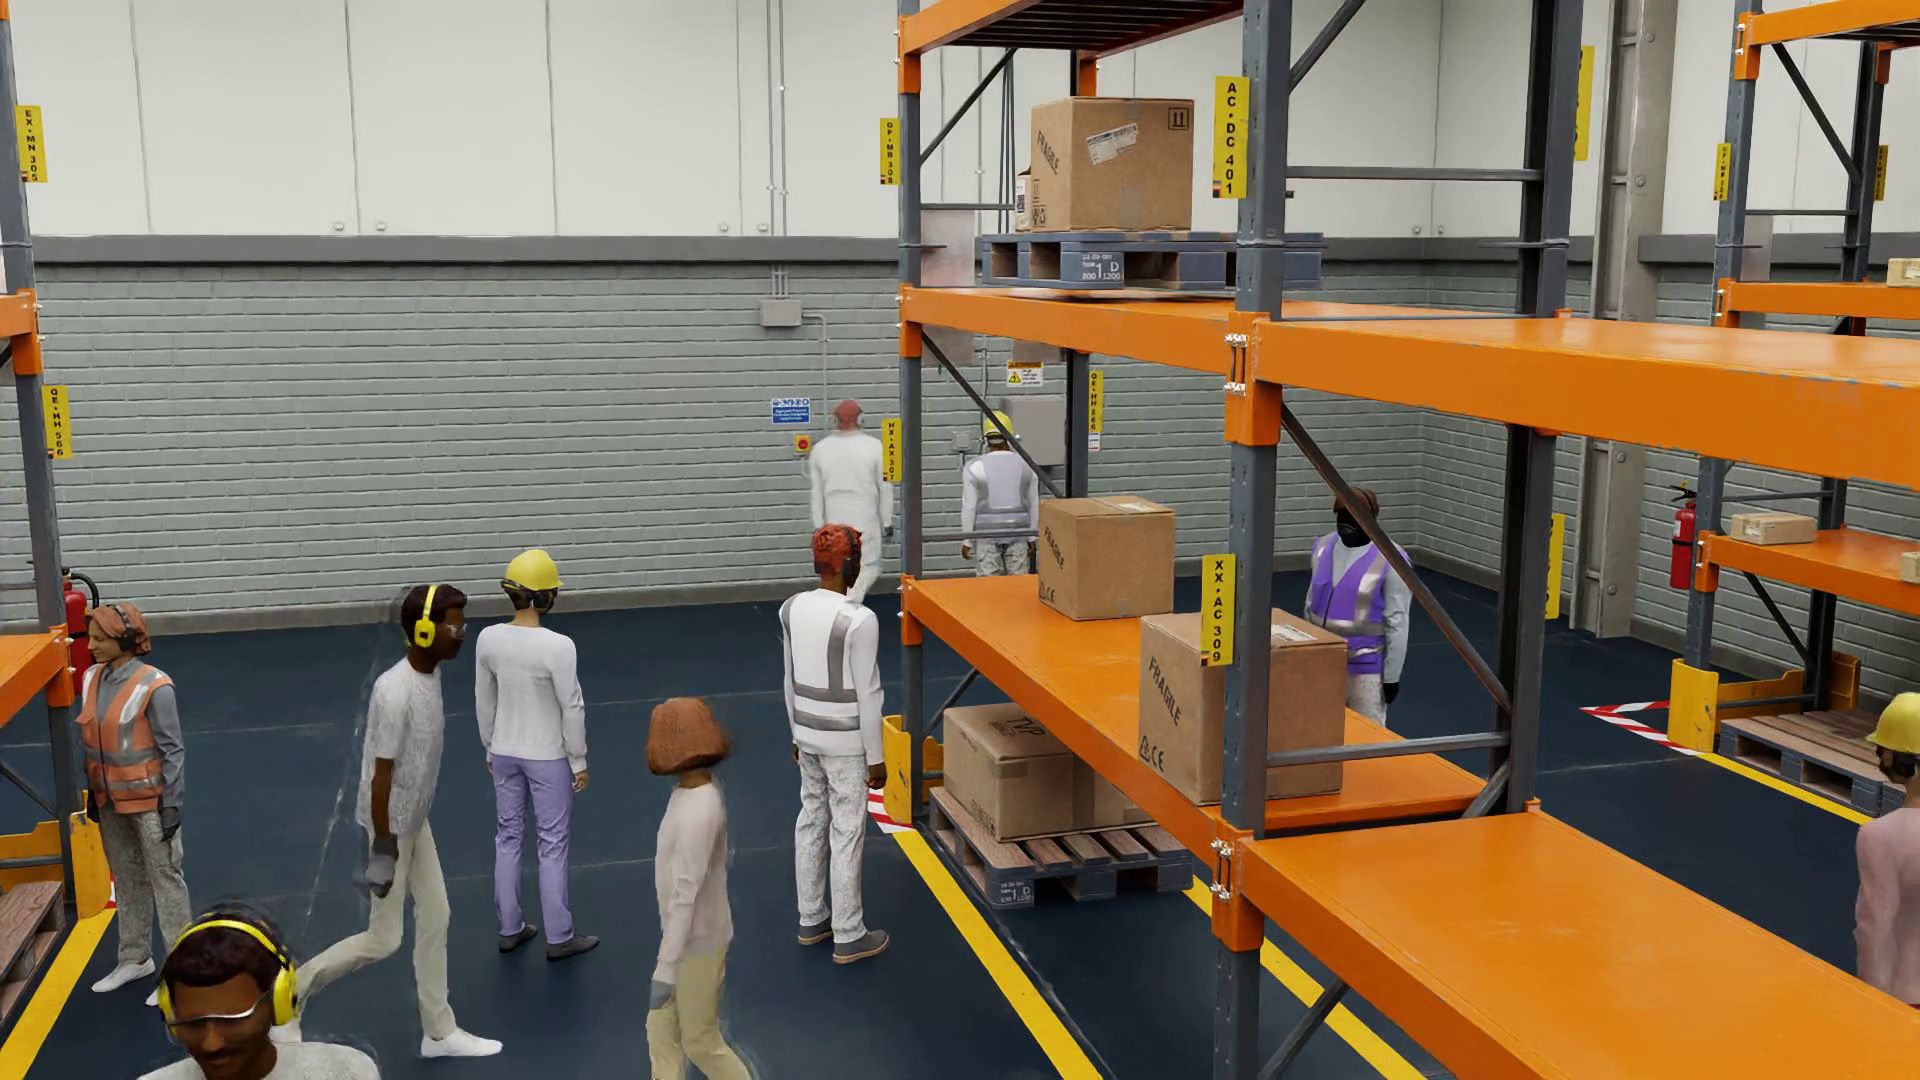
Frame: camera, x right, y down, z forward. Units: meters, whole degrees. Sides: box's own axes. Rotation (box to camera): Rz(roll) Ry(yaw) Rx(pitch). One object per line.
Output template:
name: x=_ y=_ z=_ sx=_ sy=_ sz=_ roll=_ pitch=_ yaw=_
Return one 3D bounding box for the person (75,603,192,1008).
person: x=-3.325 y=1.055 z=6.700 sx=0.524 sy=1.639 sz=0.308 roll=5 pitch=11 yaw=26

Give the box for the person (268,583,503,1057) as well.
person: x=-2.157 y=1.062 z=6.125 sx=0.774 sy=1.835 sz=0.541 roll=0 pitch=10 yaw=-1

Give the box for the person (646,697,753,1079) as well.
person: x=-0.858 y=1.307 z=5.384 sx=0.568 sy=1.601 sz=0.565 roll=-2 pitch=10 yaw=-13

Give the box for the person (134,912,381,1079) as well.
person: x=-1.377 y=1.578 z=3.260 sx=0.548 sy=1.826 sz=0.983 roll=-2 pitch=10 yaw=-12

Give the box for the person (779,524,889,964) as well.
person: x=-0.533 y=0.862 z=7.126 sx=0.359 sy=1.880 sz=0.575 roll=-10 pitch=14 yaw=-44

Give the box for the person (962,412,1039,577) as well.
person: x=0.294 y=-0.035 z=12.386 sx=0.587 sy=1.826 sz=0.404 roll=-2 pitch=10 yaw=-11

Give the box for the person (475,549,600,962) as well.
person: x=-1.816 y=0.916 z=7.137 sx=0.533 sy=1.767 sz=0.327 roll=4 pitch=11 yaw=24

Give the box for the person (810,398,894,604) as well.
person: x=-0.848 y=-0.156 z=12.892 sx=0.651 sy=1.889 sz=0.713 roll=4 pitch=11 yaw=22

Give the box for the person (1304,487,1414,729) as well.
person: x=2.016 y=0.631 z=8.576 sx=0.429 sy=1.837 sz=0.625 roll=-7 pitch=12 yaw=-36
